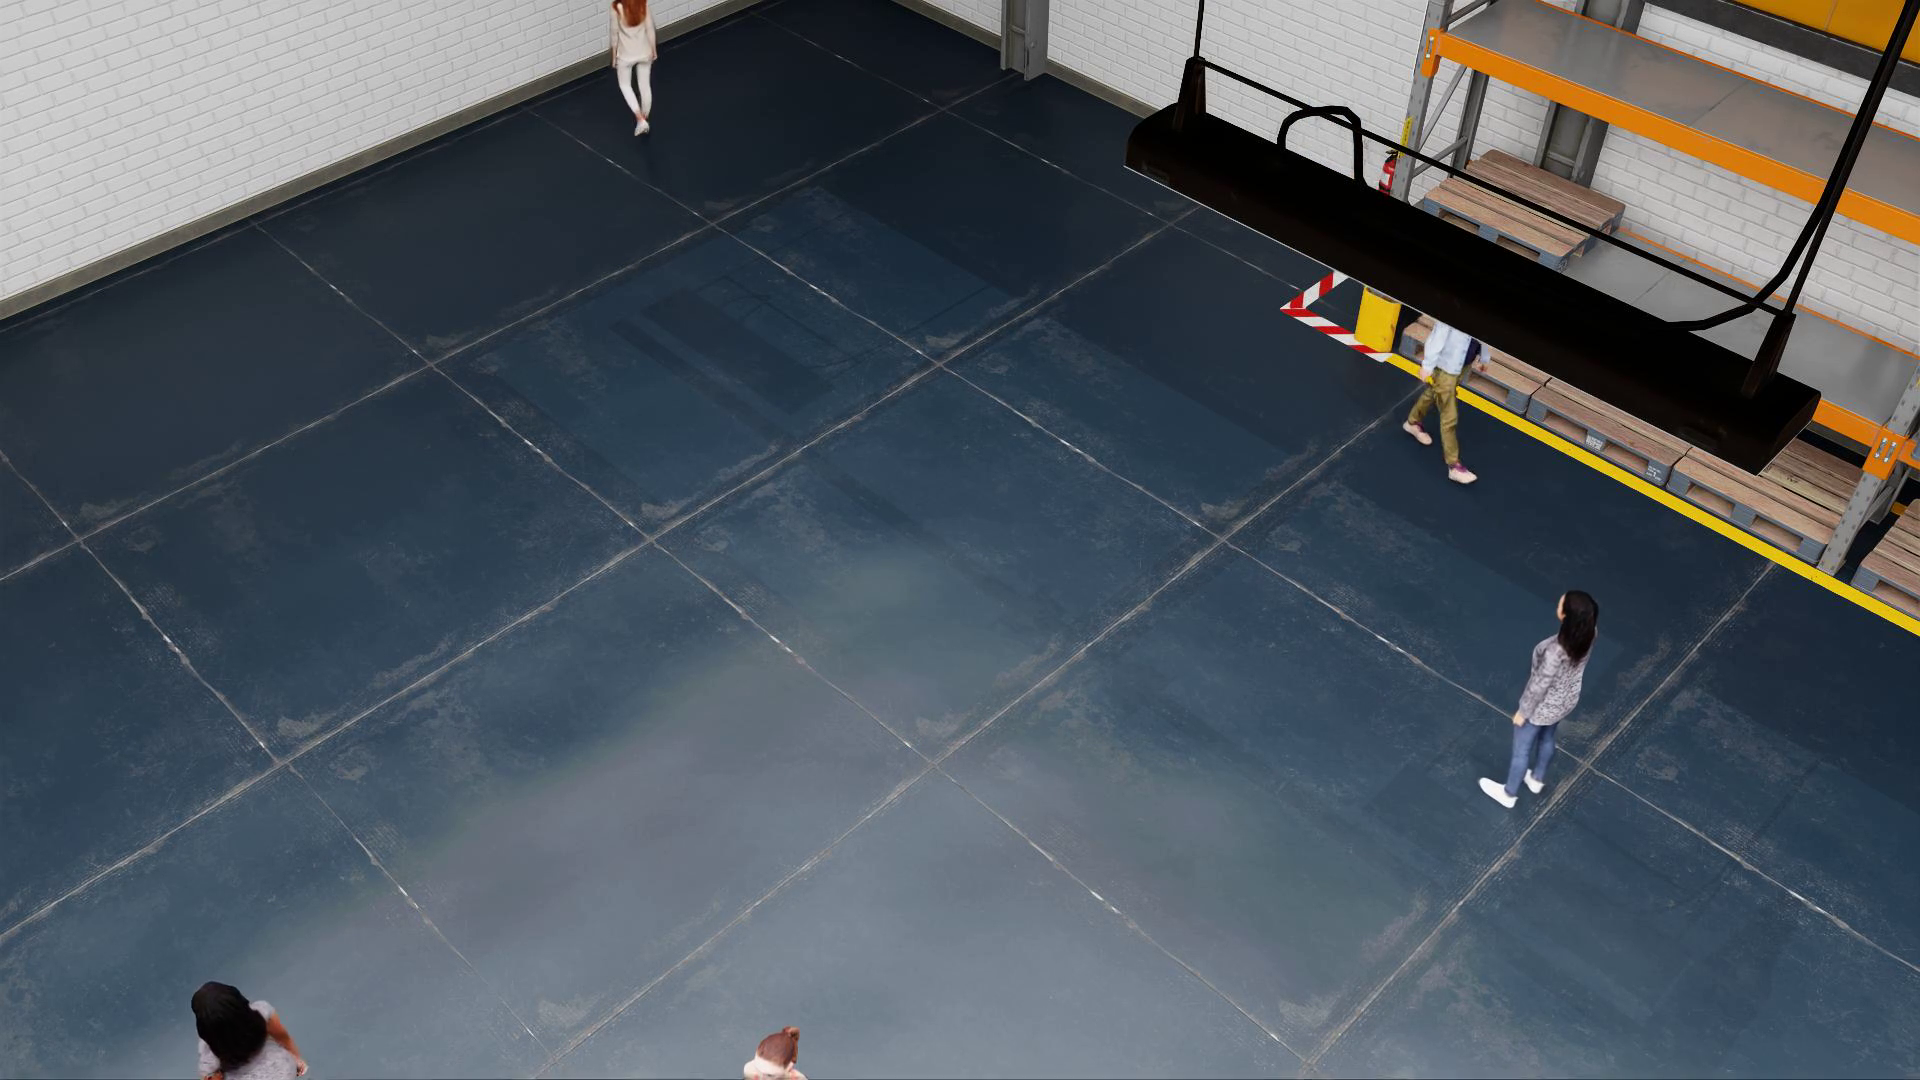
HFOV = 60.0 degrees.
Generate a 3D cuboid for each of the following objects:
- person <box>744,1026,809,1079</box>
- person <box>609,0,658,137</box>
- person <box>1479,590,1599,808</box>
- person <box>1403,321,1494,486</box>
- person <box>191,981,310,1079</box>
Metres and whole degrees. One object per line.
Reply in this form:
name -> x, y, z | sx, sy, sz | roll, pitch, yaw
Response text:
person -> -0.850, 2.884, 8.028 | 0.607, 1.754, 0.710 | 16, 46, 16
person -> -3.106, -4.635, 15.957 | 0.758, 1.705, 0.858 | -18, 47, -18
person -> 3.565, 0.967, 10.057 | 0.647, 1.731, 0.579 | -27, 50, -25
person -> 3.635, -1.362, 12.472 | 0.851, 1.772, 1.195 | -23, 48, -22
person -> -3.341, 2.733, 8.172 | 0.688, 1.773, 0.676 | 21, 47, 20
